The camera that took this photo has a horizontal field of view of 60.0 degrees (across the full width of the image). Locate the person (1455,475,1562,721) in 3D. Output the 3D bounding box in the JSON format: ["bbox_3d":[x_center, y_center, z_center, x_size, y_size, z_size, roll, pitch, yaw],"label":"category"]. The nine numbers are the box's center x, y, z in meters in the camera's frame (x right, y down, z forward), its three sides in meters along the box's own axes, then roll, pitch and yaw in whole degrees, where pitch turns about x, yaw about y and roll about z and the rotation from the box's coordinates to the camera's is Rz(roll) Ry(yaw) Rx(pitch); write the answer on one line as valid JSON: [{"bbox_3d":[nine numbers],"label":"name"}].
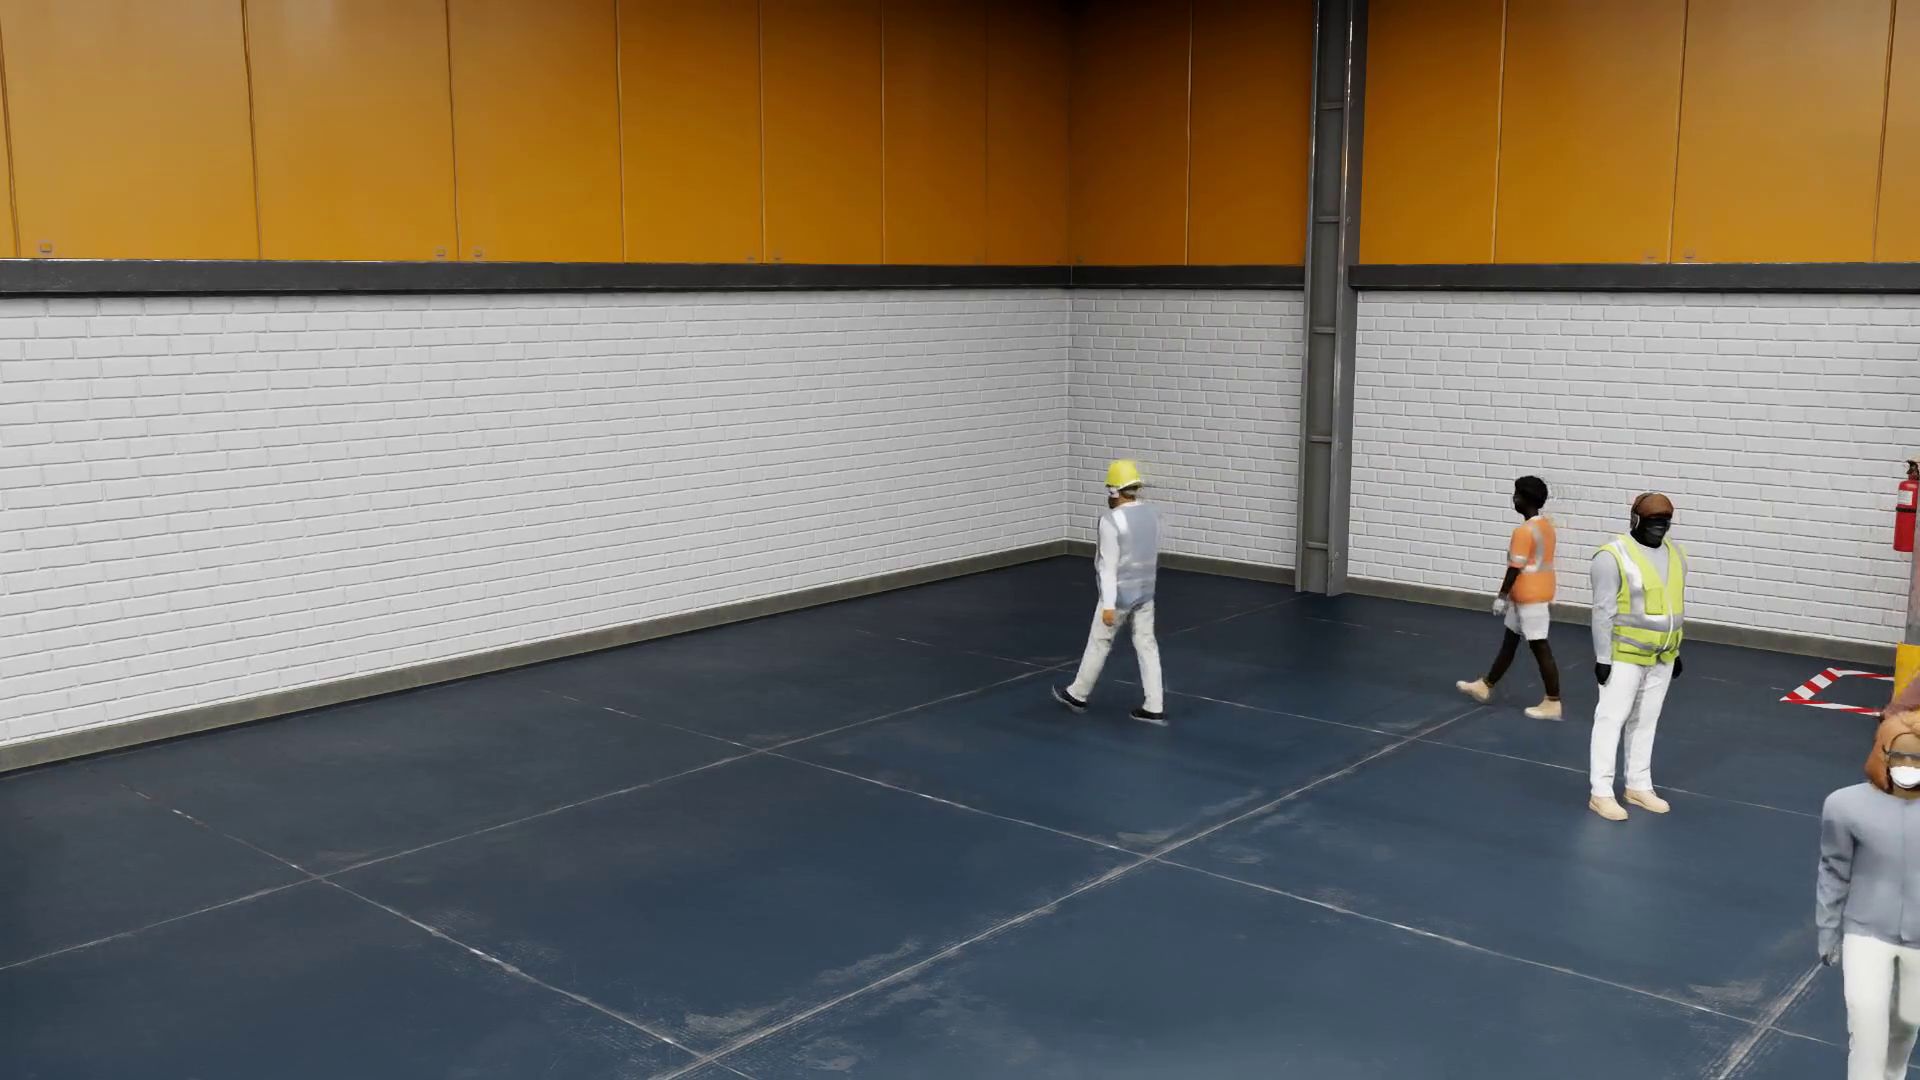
[{"bbox_3d":[3.813,0.385,11.460,0.835,1.654,0.552,6,11,33],"label":"person"}]

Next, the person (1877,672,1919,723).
[{"bbox_3d":[6.317,0.448,10.462,0.647,1.869,0.958,-8,12,-43],"label":"person"}]

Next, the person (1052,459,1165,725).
[{"bbox_3d":[1.056,0.342,11.358,0.608,1.785,0.881,-8,12,-41],"label":"person"}]

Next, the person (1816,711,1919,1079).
[{"bbox_3d":[3.167,1.354,5.622,0.500,1.588,0.858,3,10,19],"label":"person"}]

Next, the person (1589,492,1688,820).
[{"bbox_3d":[3.813,0.641,9.323,0.627,1.840,0.429,-4,10,-23],"label":"person"}]
